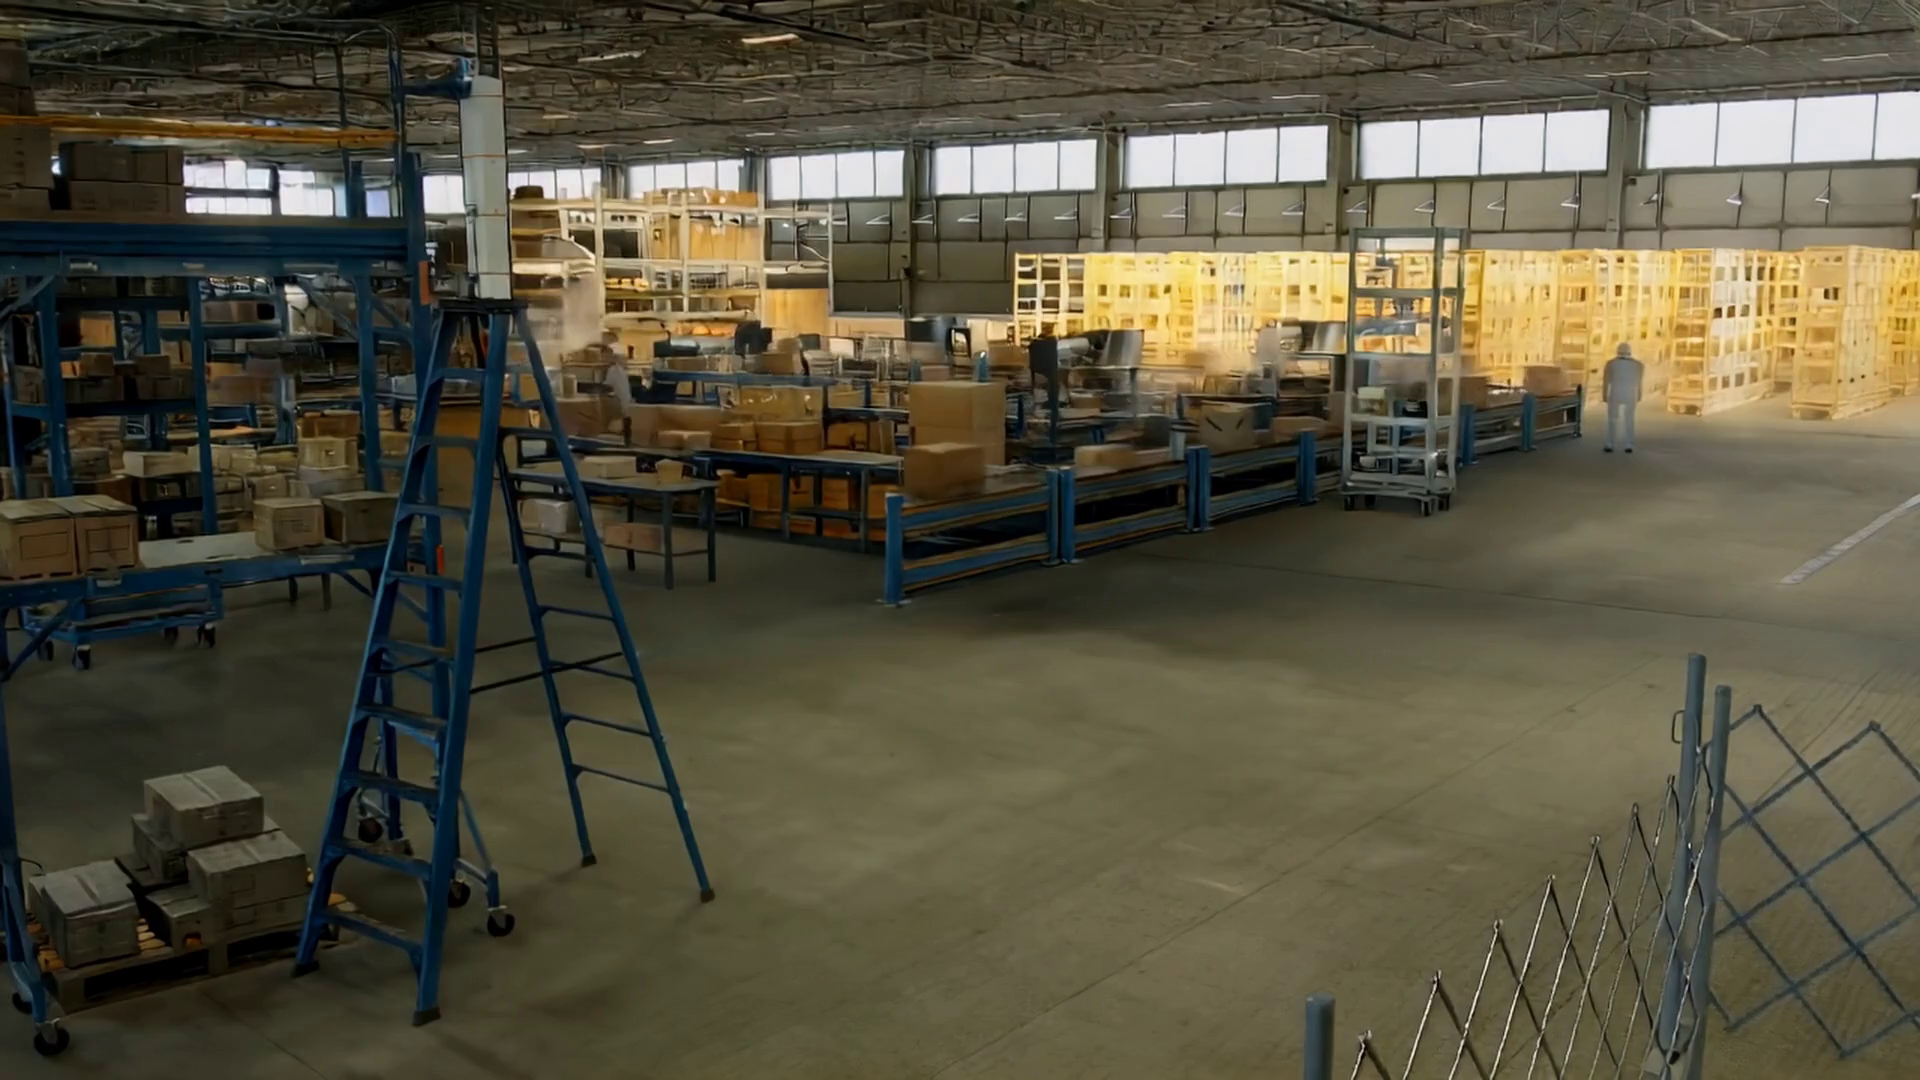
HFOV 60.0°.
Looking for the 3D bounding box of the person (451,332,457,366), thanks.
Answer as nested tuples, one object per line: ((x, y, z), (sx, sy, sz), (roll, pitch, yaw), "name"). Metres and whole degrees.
((-14.498, -5.391, 47.378), (0.541, 1.680, 0.628), (2, 9, 13), "person")

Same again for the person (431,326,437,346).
((-16.492, -6.118, 51.771), (0.530, 1.741, 0.746), (6, 11, 34), "person")

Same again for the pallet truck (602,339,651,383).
((-8.991, -4.871, 45.351), (0.653, 1.274, 1.630), (7, 11, 37), "pallet truck")

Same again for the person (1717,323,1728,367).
((19.701, -4.782, 43.104), (0.375, 1.840, 0.570), (7, 11, 37), "person")

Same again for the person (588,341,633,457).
((-5.250, -2.000, 25.194), (0.791, 2.023, 0.612), (-1, 9, -6), "person")

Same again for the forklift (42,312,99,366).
((-23.779, -5.451, 44.052), (1.873, 2.768, 1.129), (7, 11, 36), "forklift")

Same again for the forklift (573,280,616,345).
((-12.120, -7.072, 54.170), (1.129, 2.768, 1.873), (7, 11, 37), "forklift")

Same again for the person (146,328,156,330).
((-24.950, -6.070, 51.319), (0.603, 1.802, 0.878), (7, 12, 39), "person")

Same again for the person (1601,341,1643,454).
((11.140, -2.397, 28.042), (0.639, 1.902, 0.407), (1, 9, 5), "person")

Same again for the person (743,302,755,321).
((-8.062, -8.006, 62.889), (0.651, 1.942, 0.995), (7, 11, 37), "person")

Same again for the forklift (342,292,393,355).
((-16.485, -5.622, 45.120), (1.129, 2.768, 1.873), (7, 11, 37), "forklift")

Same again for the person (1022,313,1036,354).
((2.342, -6.699, 54.804), (0.618, 1.926, 0.819), (0, 9, -2), "person")

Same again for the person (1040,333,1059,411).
((2.066, -3.707, 36.786), (0.690, 1.719, 0.351), (3, 9, 16), "person")

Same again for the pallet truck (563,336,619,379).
((-10.690, -5.294, 48.215), (1.601, 1.201, 0.680), (-5, 10, -26), "pallet truck")

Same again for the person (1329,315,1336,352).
((11.107, -5.811, 49.626), (0.619, 1.811, 0.598), (8, 12, 42), "person")
